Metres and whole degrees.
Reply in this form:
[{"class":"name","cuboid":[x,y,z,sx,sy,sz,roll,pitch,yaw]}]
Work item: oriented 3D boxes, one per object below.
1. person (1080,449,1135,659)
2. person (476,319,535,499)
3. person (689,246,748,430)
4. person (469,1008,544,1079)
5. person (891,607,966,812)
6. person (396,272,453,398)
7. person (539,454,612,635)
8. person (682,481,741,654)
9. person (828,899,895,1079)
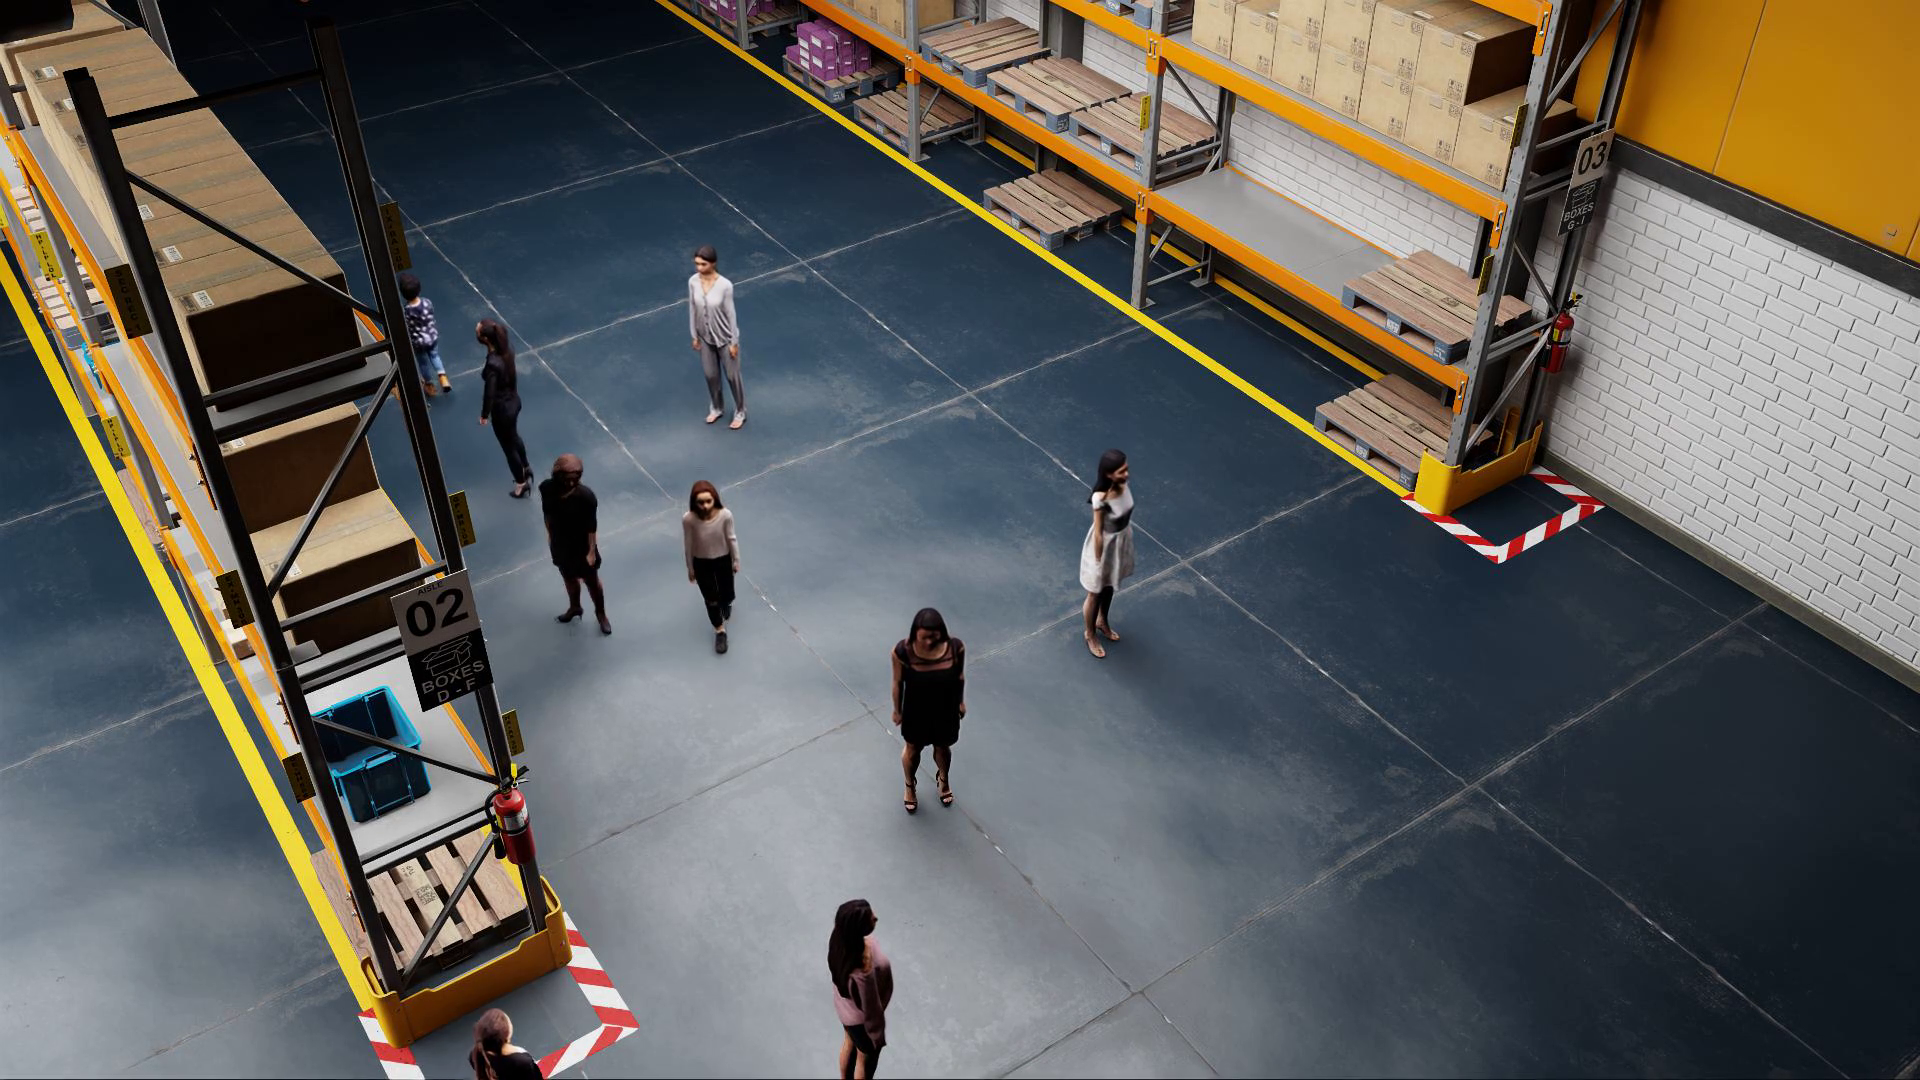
[{"class":"person","cuboid":[1.075,0.087,12.120,0.753,1.775,0.739,23,44,26]},{"class":"person","cuboid":[-3.684,-1.058,13.608,0.748,1.708,0.678,5,39,6]},{"class":"person","cuboid":[-2.103,-1.778,14.460,0.639,1.769,0.733,12,40,15]},{"class":"person","cuboid":[-2.338,3.016,8.638,0.809,1.544,0.868,6,39,7]},{"class":"person","cuboid":[-0.207,1.105,10.892,0.736,1.718,0.735,-7,39,-9]},{"class":"person","cuboid":[-4.806,-1.819,14.933,0.535,1.243,0.659,-29,47,-31]},{"class":"person","cuboid":[-2.903,-0.005,12.309,0.675,1.683,0.799,24,44,27]},{"class":"person","cuboid":[-1.838,0.130,12.307,0.714,1.474,0.836,-7,39,-9]},{"class":"person","cuboid":[-0.549,2.562,8.993,0.723,1.810,0.526,-16,41,-19]}]
